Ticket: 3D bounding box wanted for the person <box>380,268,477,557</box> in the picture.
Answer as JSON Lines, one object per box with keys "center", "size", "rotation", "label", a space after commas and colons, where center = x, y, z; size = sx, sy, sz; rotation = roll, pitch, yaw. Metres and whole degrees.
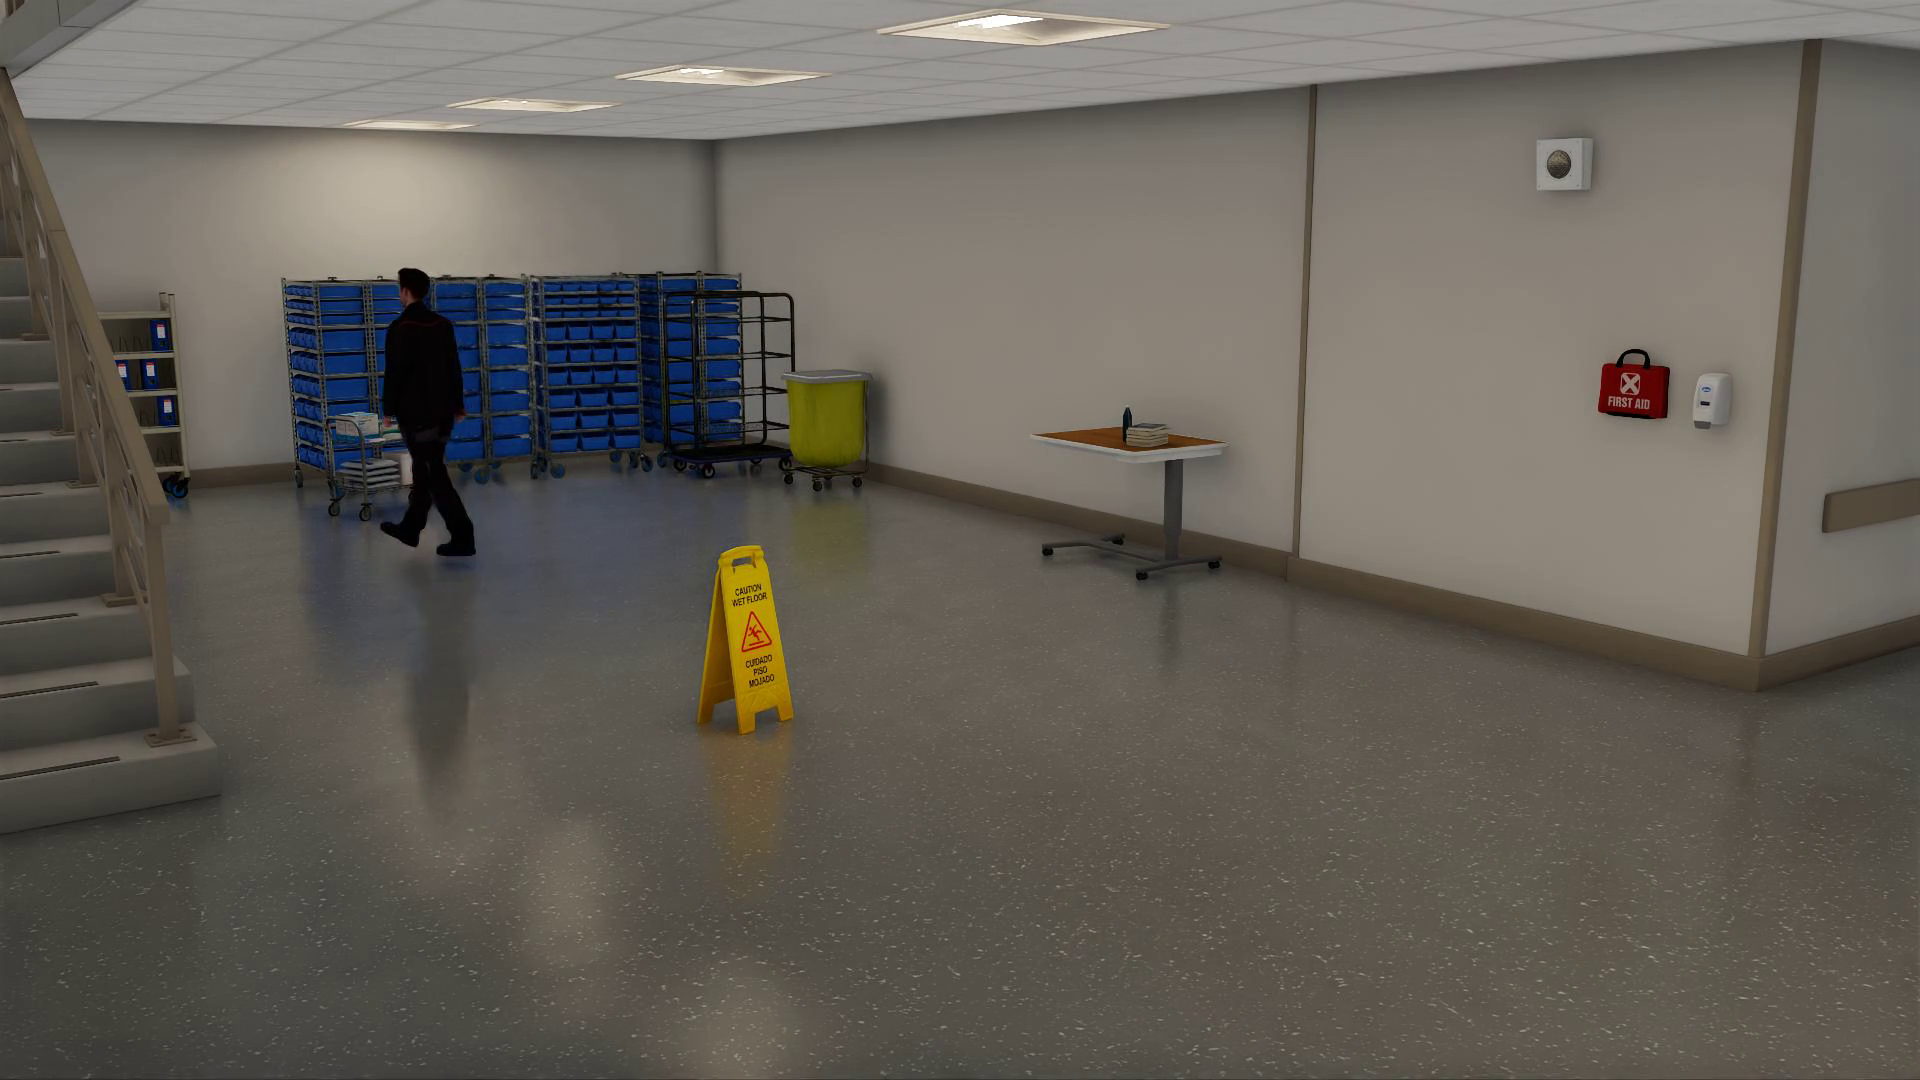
{"center": [-3.407, -0.780, 10.788], "size": [1.330, 1.863, 1.083], "rotation": [5, 12, 27], "label": "person"}
